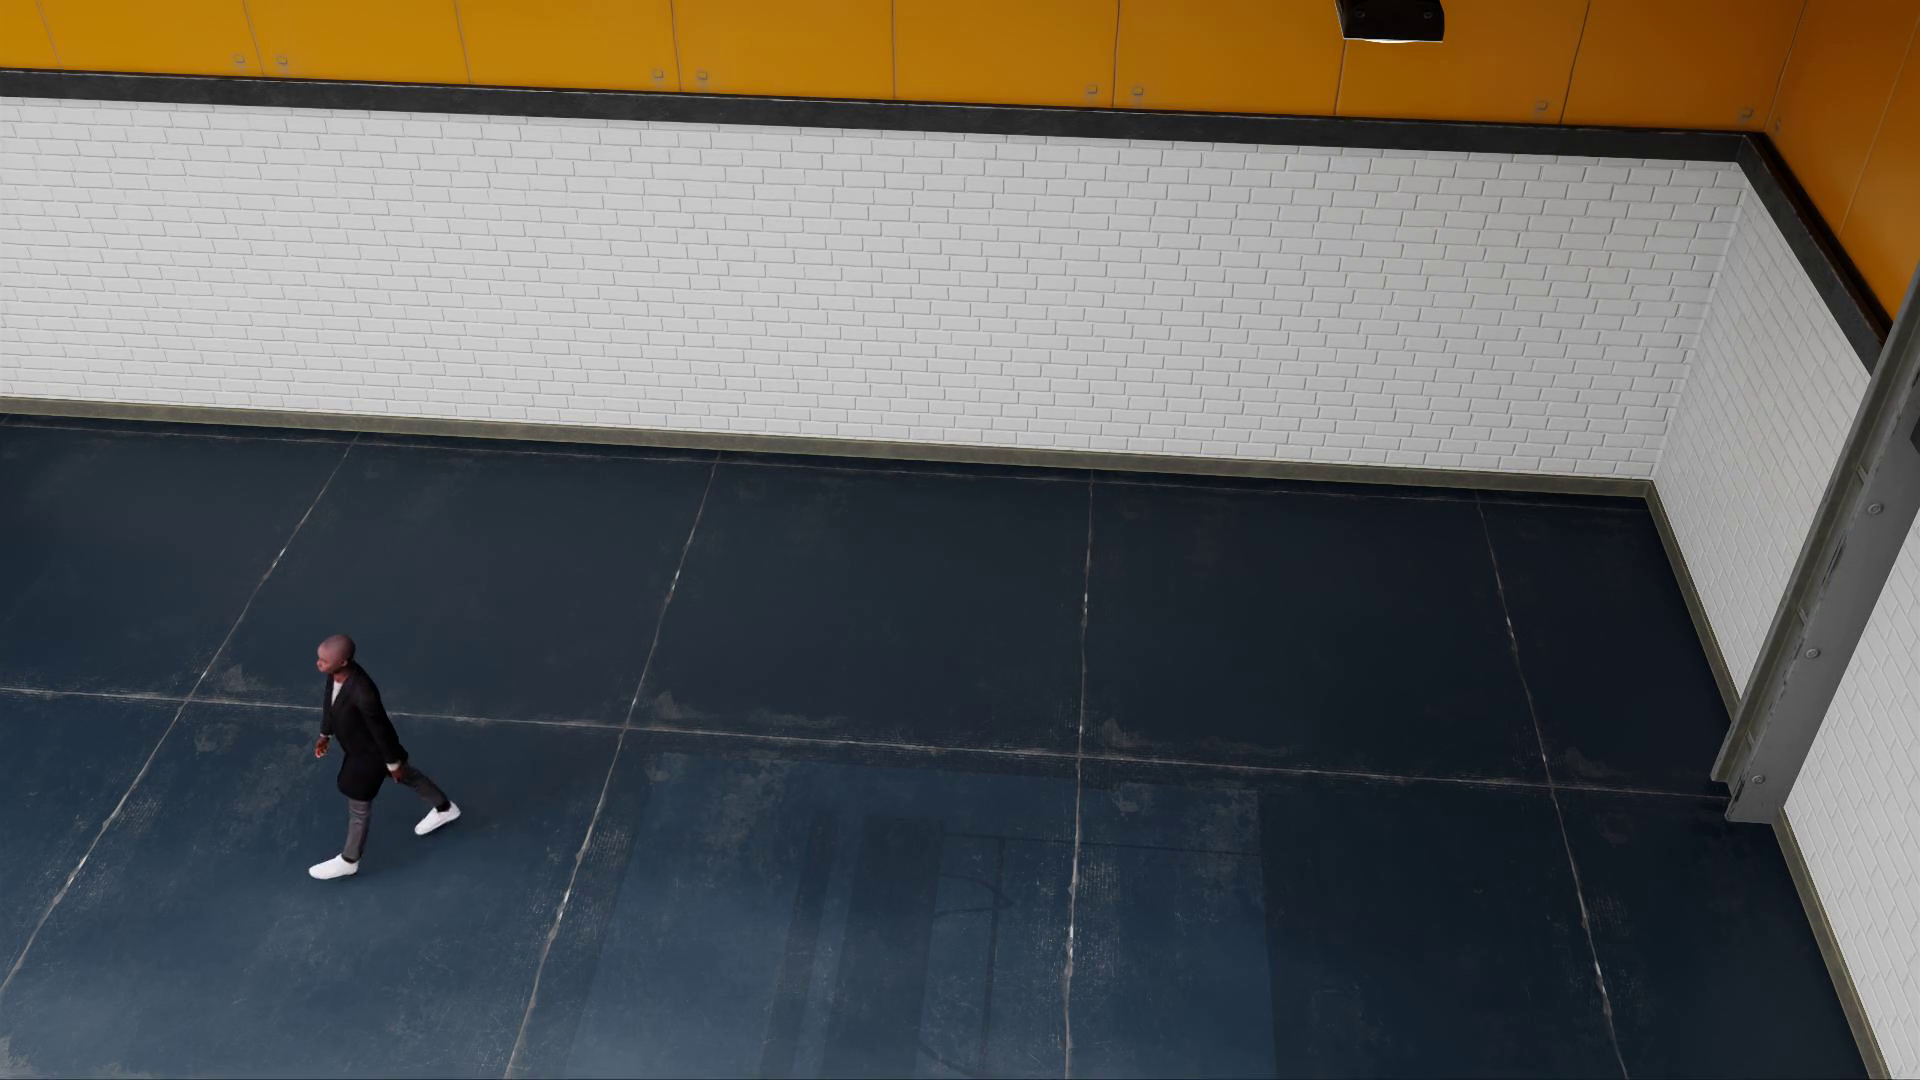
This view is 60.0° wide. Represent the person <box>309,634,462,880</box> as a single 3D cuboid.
[{"bbox_3d":[-3.338,1.179,9.691,1.148,1.710,1.173,-22,44,-25],"label":"person"}]
